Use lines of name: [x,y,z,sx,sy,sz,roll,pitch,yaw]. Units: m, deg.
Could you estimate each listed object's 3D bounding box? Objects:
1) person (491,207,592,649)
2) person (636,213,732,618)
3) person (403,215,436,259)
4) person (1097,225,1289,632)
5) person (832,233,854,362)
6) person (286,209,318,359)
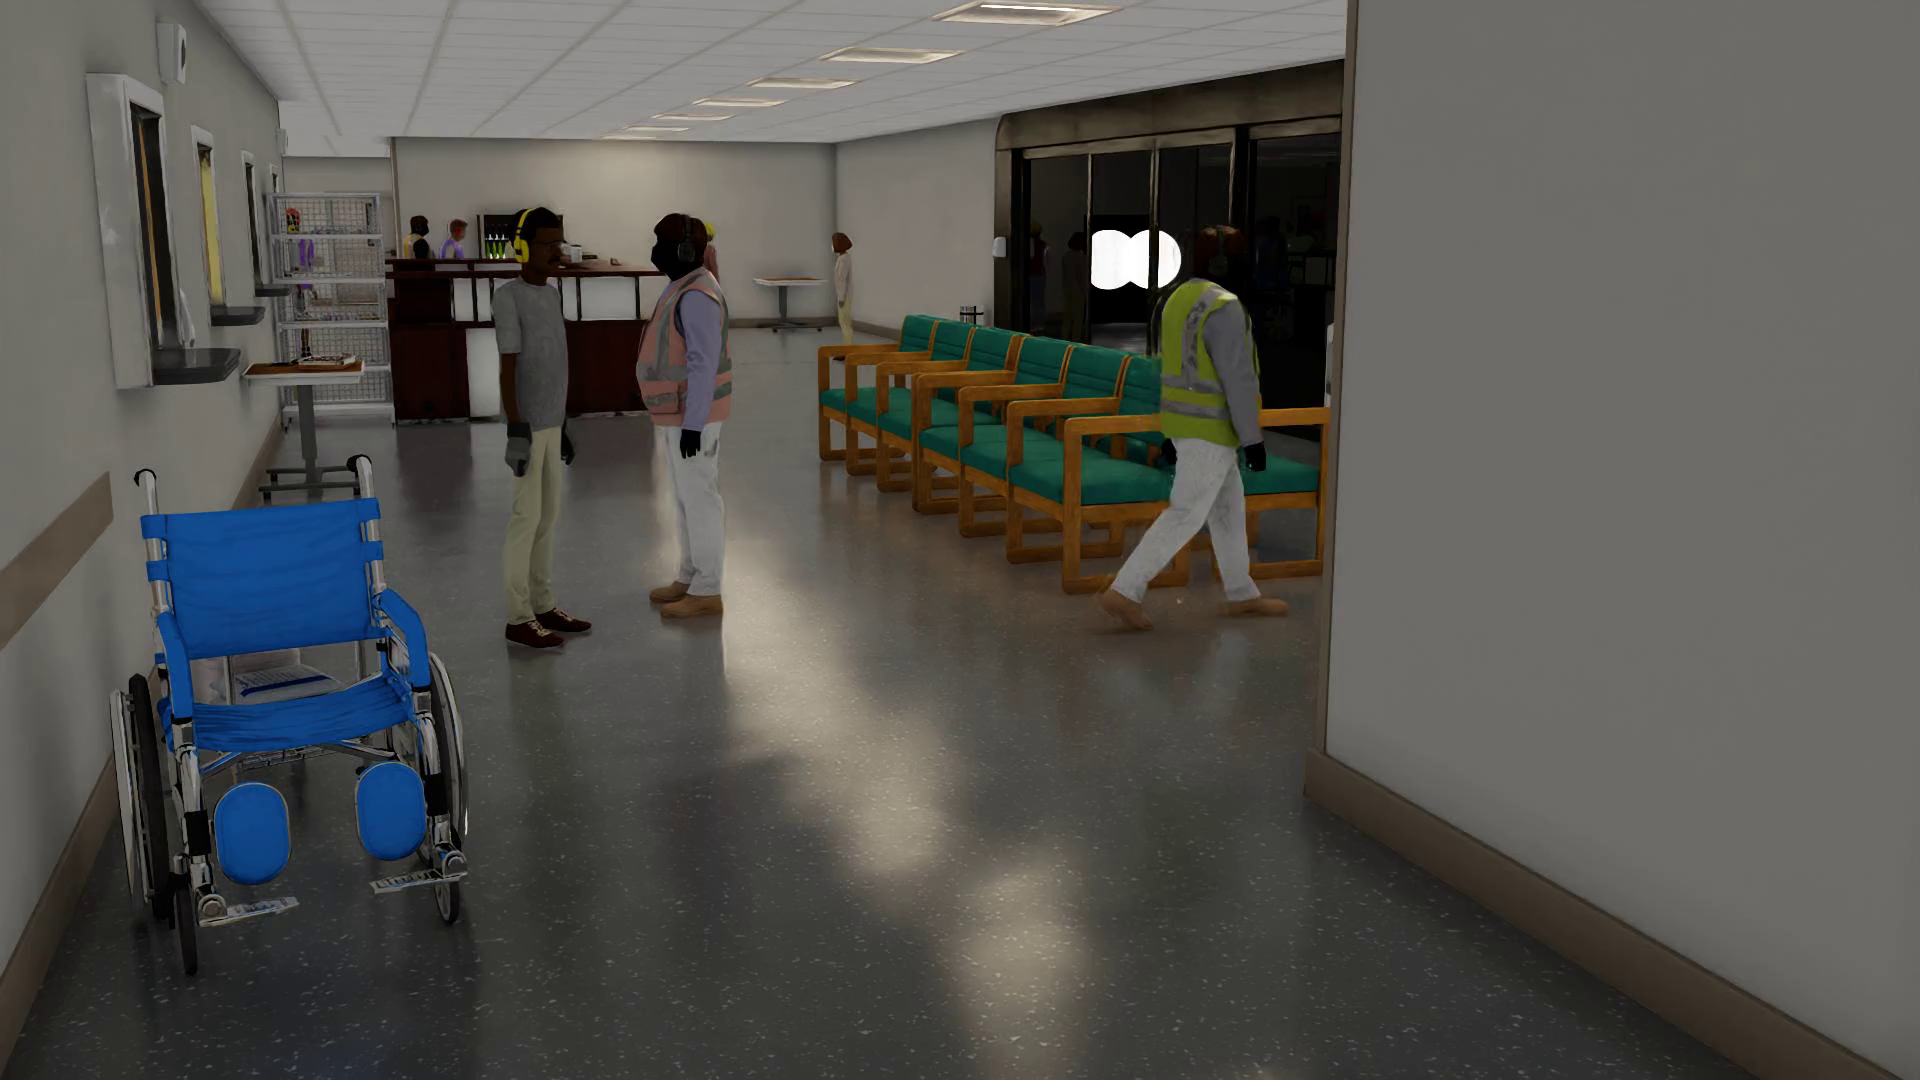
person: [-1.806,-0.480,7.149,0.315,1.869,0.526,2,11,11]
person: [-1.269,-0.569,7.673,0.429,1.846,0.625,-3,12,-17]
person: [-7.439,-3.551,22.981,0.430,1.845,0.624,-7,13,-31]
person: [1.040,-0.483,7.373,0.932,1.804,0.642,-2,11,-11]
person: [-1.492,-3.093,21.196,0.285,1.627,0.504,0,11,0]
person: [-8.283,-3.157,20.723,0.545,1.933,0.376,-9,14,-37]
